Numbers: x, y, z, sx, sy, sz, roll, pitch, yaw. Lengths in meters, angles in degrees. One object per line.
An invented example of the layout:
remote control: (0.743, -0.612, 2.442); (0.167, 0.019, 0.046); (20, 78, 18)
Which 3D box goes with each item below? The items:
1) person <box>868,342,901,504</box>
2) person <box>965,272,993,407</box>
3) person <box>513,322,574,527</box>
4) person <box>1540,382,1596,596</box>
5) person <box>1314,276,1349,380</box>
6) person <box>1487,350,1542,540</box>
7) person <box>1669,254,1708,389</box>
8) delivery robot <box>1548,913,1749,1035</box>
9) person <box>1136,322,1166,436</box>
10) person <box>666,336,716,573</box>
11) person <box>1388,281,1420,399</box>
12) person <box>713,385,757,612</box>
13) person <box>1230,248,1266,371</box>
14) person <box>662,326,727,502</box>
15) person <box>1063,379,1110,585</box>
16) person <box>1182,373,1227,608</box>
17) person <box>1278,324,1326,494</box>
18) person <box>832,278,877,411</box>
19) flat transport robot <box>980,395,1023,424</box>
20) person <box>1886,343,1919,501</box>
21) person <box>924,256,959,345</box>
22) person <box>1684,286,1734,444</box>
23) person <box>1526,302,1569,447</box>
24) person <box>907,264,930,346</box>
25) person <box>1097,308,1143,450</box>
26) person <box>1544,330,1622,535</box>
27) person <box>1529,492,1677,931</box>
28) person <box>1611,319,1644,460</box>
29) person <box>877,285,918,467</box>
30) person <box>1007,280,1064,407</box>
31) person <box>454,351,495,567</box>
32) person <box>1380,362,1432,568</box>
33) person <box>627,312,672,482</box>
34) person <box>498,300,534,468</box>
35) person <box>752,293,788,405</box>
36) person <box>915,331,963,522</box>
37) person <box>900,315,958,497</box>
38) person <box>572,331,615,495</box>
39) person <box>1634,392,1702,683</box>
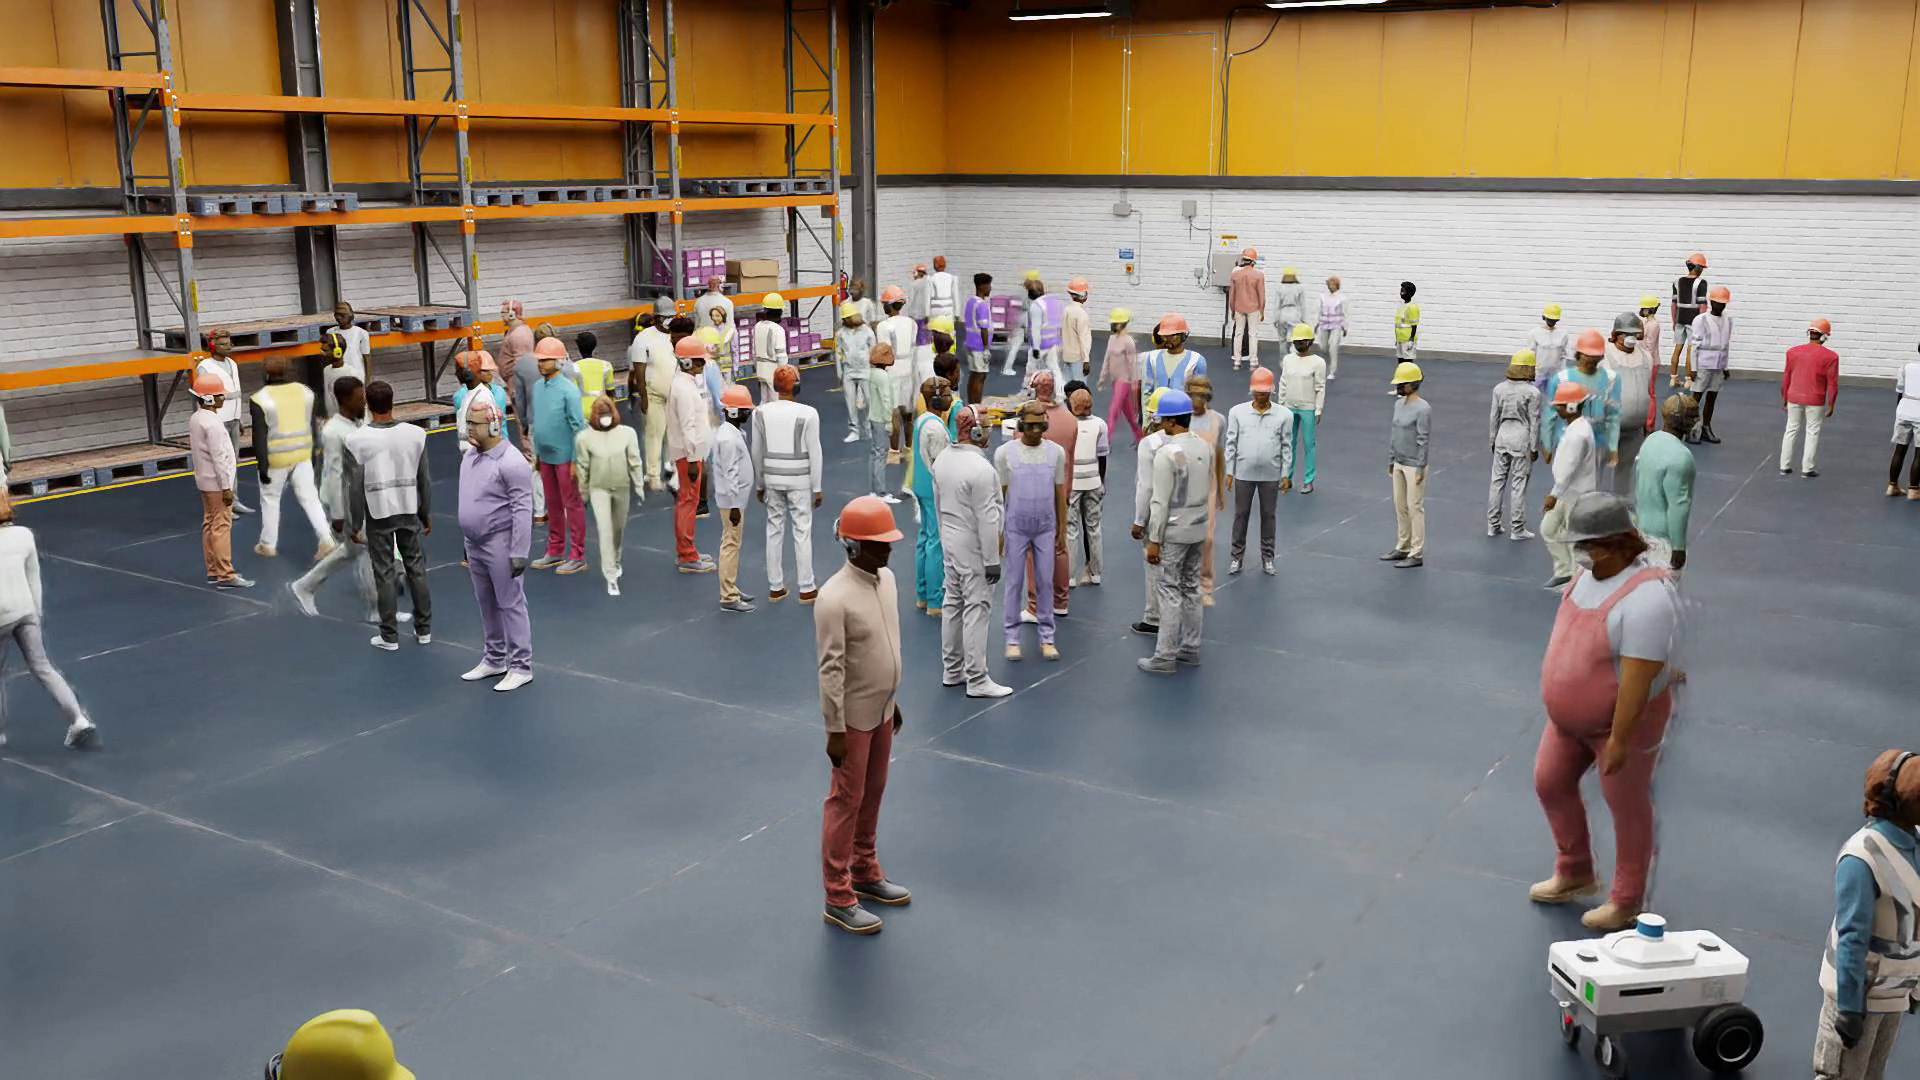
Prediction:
person: (-0.785, -1.191, 16.856); (0.278, 1.636, 0.498); (-4, 14, -16)
person: (0.267, -2.583, 22.180); (0.368, 1.960, 0.613); (-4, 14, -19)
person: (-3.895, -1.084, 15.732); (0.629, 1.939, 0.372); (4, 14, 17)
person: (4.825, -0.391, 13.189); (0.477, 1.724, 0.554); (3, 13, 12)
person: (5.915, -3.373, 26.343); (0.547, 1.621, 0.560); (10, 16, 36)
person: (5.106, -0.879, 15.283); (0.325, 1.737, 0.492); (-10, 17, -38)
person: (11.027, -3.295, 25.118); (0.392, 2.033, 0.605); (-6, 14, -26)
delivery robot: (2.674, 1.699, 6.485); (0.707, 0.478, 0.477); (-2, 13, -9)
person: (1.980, -1.249, 16.642); (0.518, 1.857, 0.342); (12, 17, 41)
person: (-2.269, -0.727, 14.061); (0.395, 1.992, 0.622); (-3, 13, -13)
person: (6.468, -2.903, 24.163); (0.316, 1.692, 0.541); (-2, 13, -10)
person: (-1.723, -0.328, 12.863); (0.348, 1.747, 0.571); (-2, 13, -7)
person: (4.725, -3.780, 27.305); (0.608, 1.995, 0.377); (7, 15, 29)
person: (-2.614, -1.260, 16.827); (0.903, 1.795, 0.590); (-5, 14, -22)
person: (0.948, -0.472, 13.604); (0.540, 1.697, 0.317); (6, 14, 24)
person: (1.814, -0.380, 12.901); (0.513, 1.847, 0.349); (-1, 13, -4)
person: (3.548, -1.371, 17.353); (0.523, 1.769, 0.314); (11, 17, 40)
person: (-1.466, -2.699, 22.998); (0.513, 1.812, 0.794); (6, 14, 24)
flat transport robot: (0.520, -1.741, 22.237); (0.652, 0.197, 1.431); (2, 13, 10)
person: (9.764, -1.235, 16.942); (0.319, 1.687, 0.538); (-6, 14, -23)
person: (-0.306, -3.746, 27.464); (0.607, 1.860, 0.480); (-6, 14, -23)
person: (9.157, -2.127, 20.262); (0.549, 1.933, 0.373); (-4, 13, -15)
person: (7.053, -1.980, 20.018); (0.524, 1.759, 0.337); (-2, 13, -7)
person: (-0.706, -3.759, 27.875); (0.637, 1.697, 0.546); (-12, 18, -42)
person: (1.865, -1.873, 19.659); (0.921, 1.721, 0.532); (-5, 14, -21)
person: (5.510, -0.874, 14.760); (0.603, 1.986, 1.071); (0, 13, 0)
person: (2.894, 0.760, 7.509); (0.561, 2.000, 0.716); (-2, 13, -9)
person: (7.754, -1.755, 19.310); (0.285, 1.634, 0.499); (0, 13, -1)
person: (-0.751, -1.853, 18.836); (0.377, 2.045, 0.605); (10, 16, 37)
person: (1.107, -2.718, 23.179); (0.941, 1.784, 0.657); (8, 15, 31)
person: (-4.042, -0.654, 13.986); (0.359, 1.884, 0.573); (-6, 14, -25)
person: (3.817, -0.644, 14.233); (0.343, 1.755, 0.531); (-4, 13, -15)
person: (-3.270, -1.517, 17.798); (0.583, 1.854, 0.511); (-6, 14, -26)
person: (-4.950, -1.729, 18.601); (0.399, 1.908, 0.643); (-2, 13, -8)
person: (-2.159, -1.891, 19.257); (0.370, 1.925, 0.595); (-10, 17, -38)
person: (-0.192, -1.112, 16.138); (0.518, 1.814, 1.003); (5, 14, 20)
person: (-0.302, -1.388, 17.251); (0.597, 1.860, 1.068); (11, 17, 40)
person: (-3.825, -1.307, 17.225); (0.540, 1.697, 0.317); (-9, 16, -35)
person: (4.707, -0.024, 11.135); (0.354, 1.938, 0.636); (0, 13, 2)
